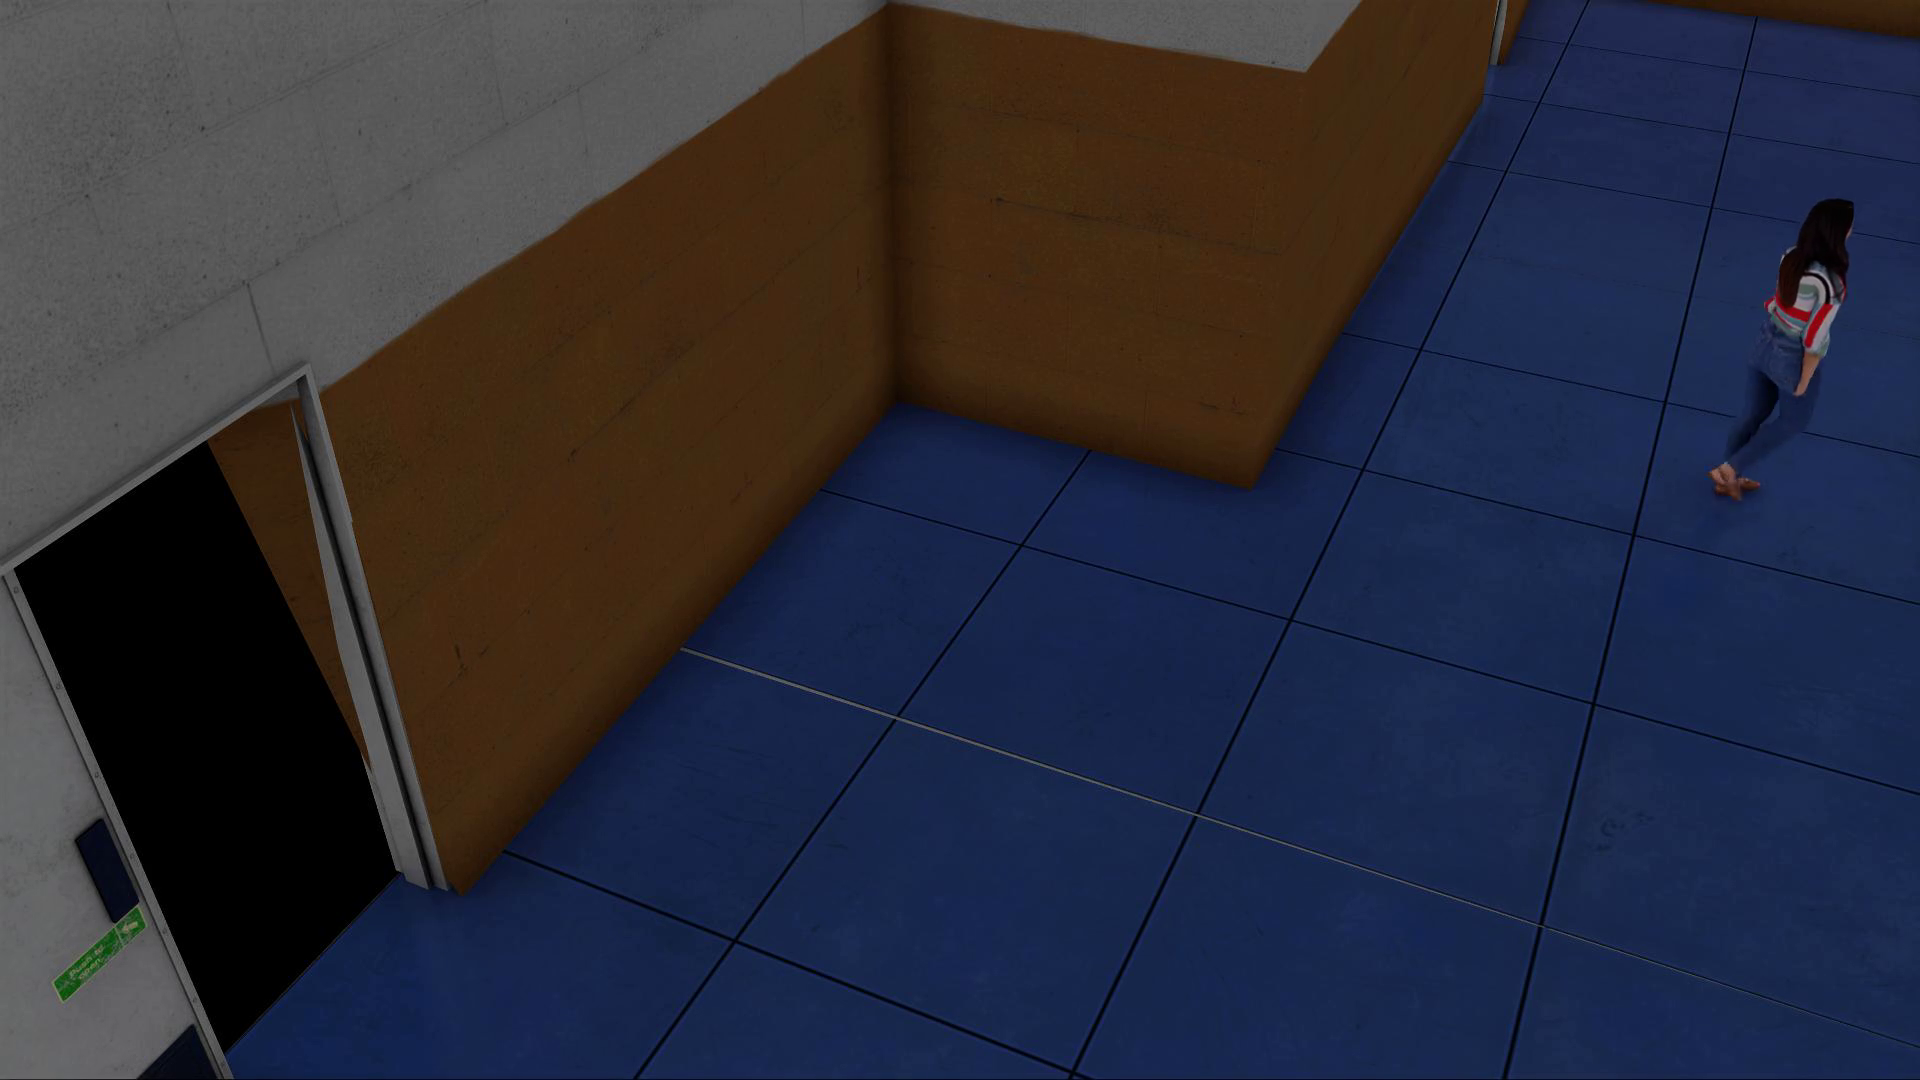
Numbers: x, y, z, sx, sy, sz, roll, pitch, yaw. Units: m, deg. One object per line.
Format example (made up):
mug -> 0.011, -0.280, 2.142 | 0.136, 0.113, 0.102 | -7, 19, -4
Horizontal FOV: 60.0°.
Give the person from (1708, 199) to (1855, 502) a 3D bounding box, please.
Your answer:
person -> 3.823, -0.852, 7.857 | 0.820, 1.603, 0.761 | -11, 38, -14
